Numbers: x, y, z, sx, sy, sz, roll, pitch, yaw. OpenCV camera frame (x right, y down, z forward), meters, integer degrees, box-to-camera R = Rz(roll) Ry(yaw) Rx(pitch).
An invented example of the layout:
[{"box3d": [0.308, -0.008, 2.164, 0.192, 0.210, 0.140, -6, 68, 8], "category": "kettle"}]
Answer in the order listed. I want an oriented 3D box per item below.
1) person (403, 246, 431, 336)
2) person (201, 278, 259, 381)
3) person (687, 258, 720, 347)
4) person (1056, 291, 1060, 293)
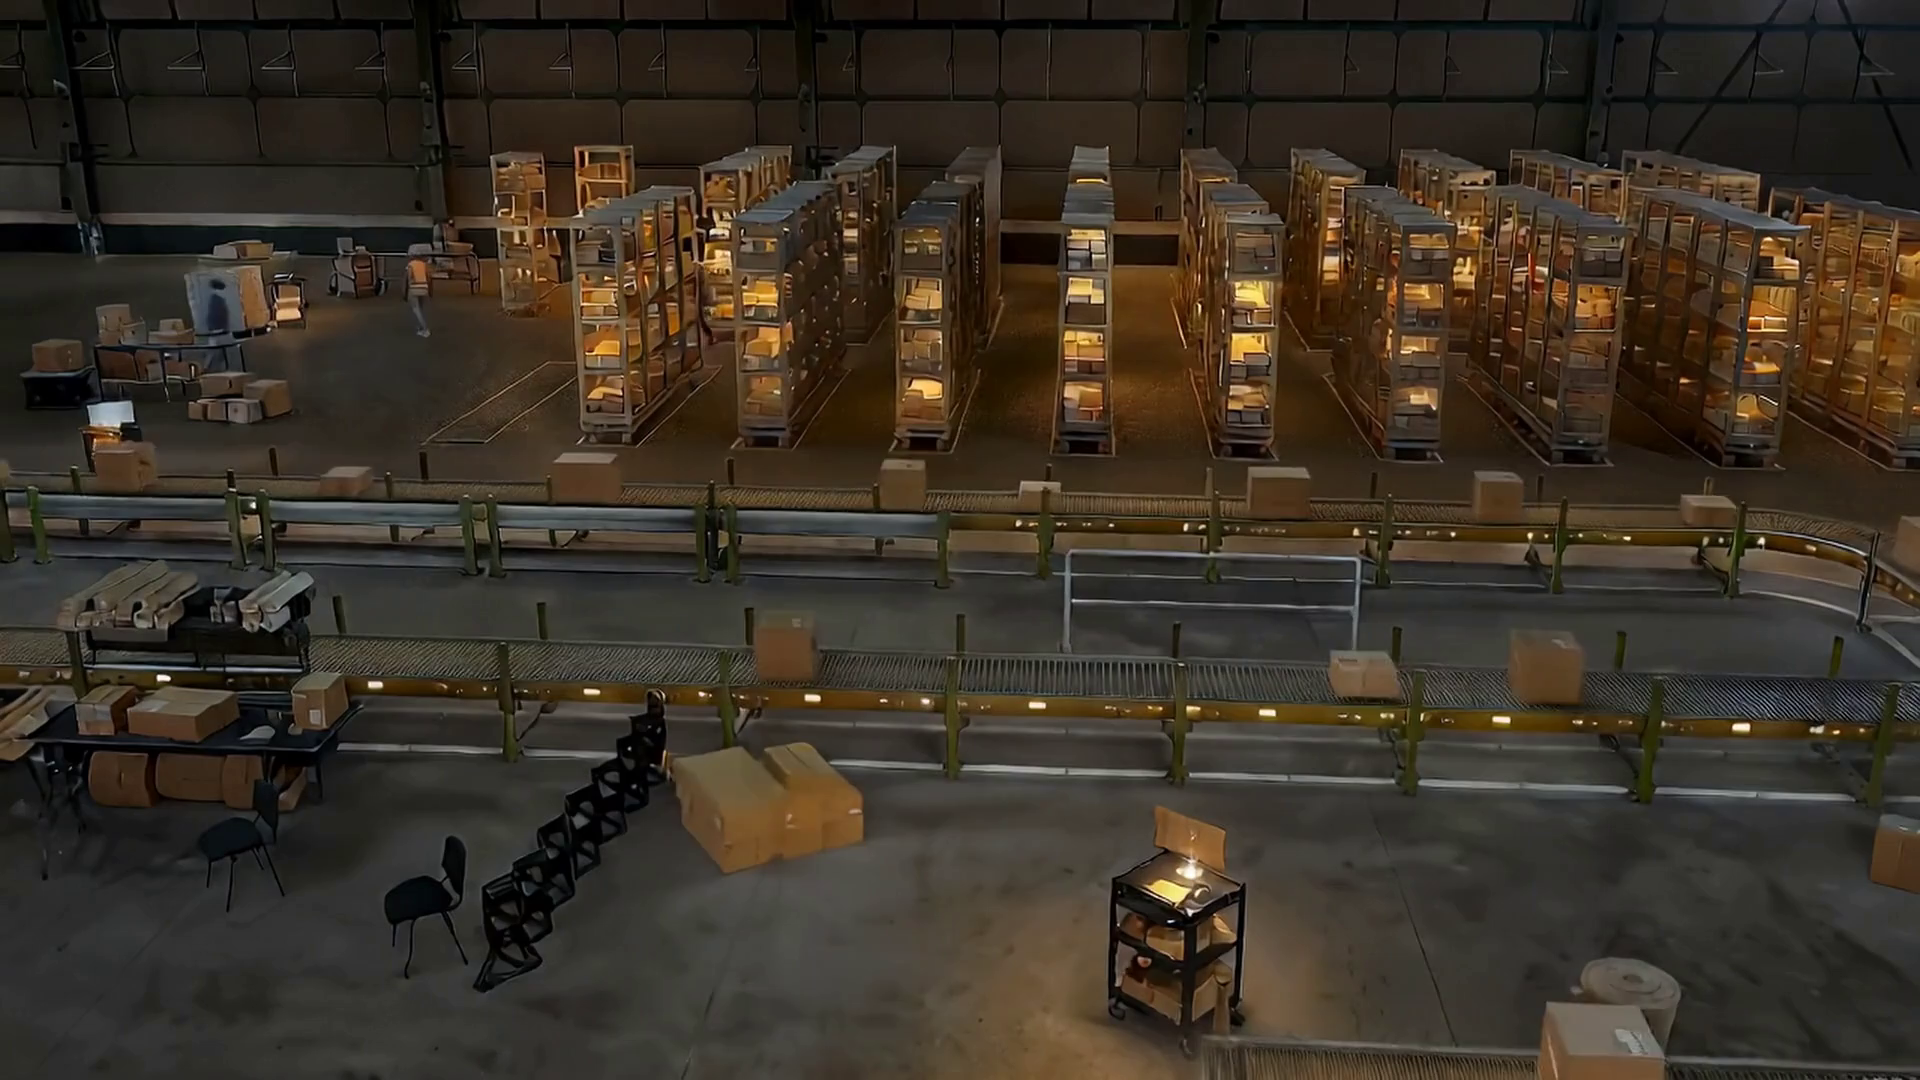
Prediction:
[{"box3d": [-11.381, -5.214, 34.948, 0.658, 1.926, 0.613, 15, 23, 39], "category": "person"}, {"box3d": [-13.590, -3.825, 30.526, 1.028, 1.950, 0.613, -1, 18, -2], "category": "person"}, {"box3d": [-5.311, -4.866, 34.097, 0.864, 1.787, 0.616, 6, 19, 19], "category": "person"}, {"box3d": [2.665, -6.865, 40.361, 0.629, 1.820, 0.580, 5, 18, 15], "category": "person"}]
